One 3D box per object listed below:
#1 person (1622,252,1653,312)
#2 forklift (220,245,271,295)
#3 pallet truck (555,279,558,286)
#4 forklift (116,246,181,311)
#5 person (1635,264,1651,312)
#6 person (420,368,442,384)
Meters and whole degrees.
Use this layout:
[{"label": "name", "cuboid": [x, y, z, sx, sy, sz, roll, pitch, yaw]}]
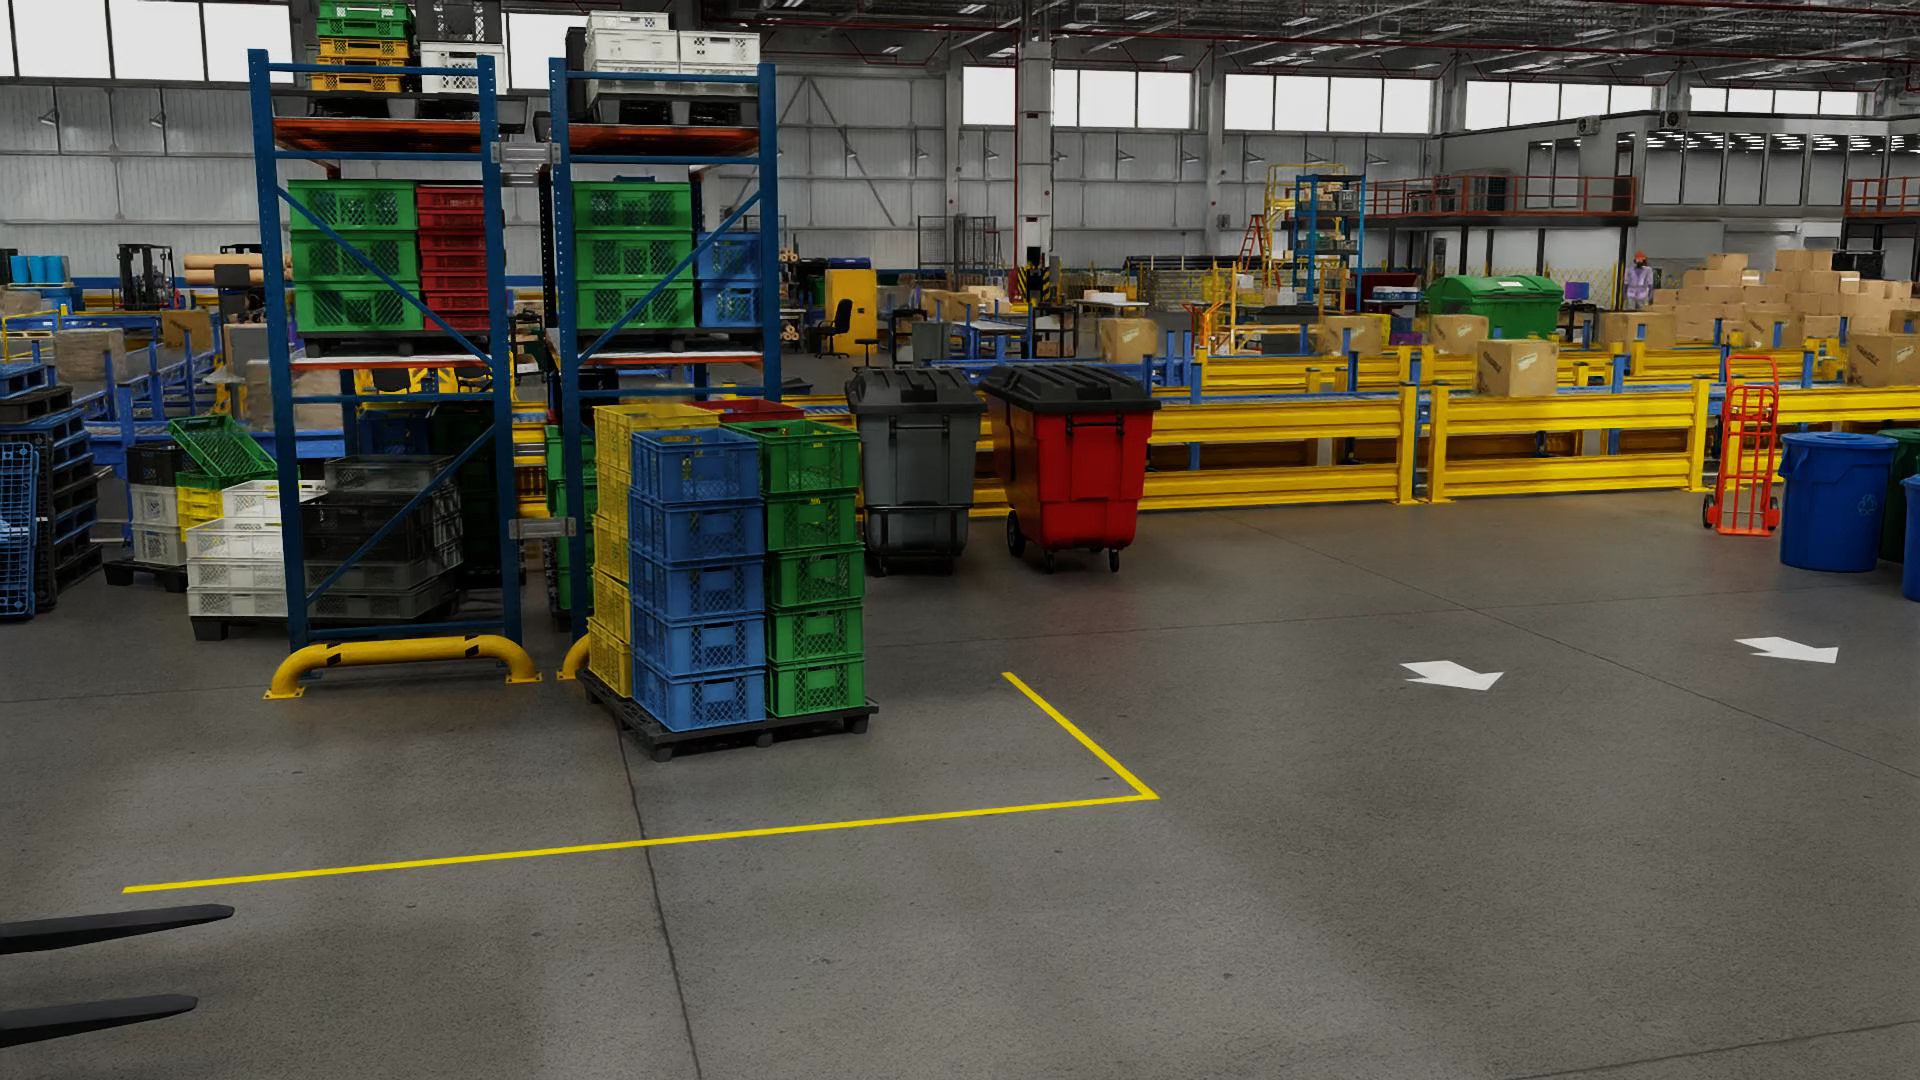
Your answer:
[{"label": "person", "cuboid": [15.263, -5.479, 37.478, 0.636, 1.990, 1.049, 4, 11, 22]}, {"label": "forklift", "cuboid": [-17.749, -6.334, 41.440, 1.157, 1.987, 2.680, -3, 10, -17]}, {"label": "pallet truck", "cuboid": [-10.604, -6.375, 44.520, 0.653, 1.274, 1.630, -3, 10, -15]}, {"label": "forklift", "cuboid": [-19.966, -6.232, 40.894, 1.157, 1.987, 2.680, -3, 10, -15]}, {"label": "person", "cuboid": [18.634, -6.810, 45.391, 0.588, 1.867, 0.617, -3, 11, -18]}, {"label": "person", "cuboid": [-7.918, -3.111, 24.826, 0.538, 1.720, 0.891, -10, 14, -44]}]
